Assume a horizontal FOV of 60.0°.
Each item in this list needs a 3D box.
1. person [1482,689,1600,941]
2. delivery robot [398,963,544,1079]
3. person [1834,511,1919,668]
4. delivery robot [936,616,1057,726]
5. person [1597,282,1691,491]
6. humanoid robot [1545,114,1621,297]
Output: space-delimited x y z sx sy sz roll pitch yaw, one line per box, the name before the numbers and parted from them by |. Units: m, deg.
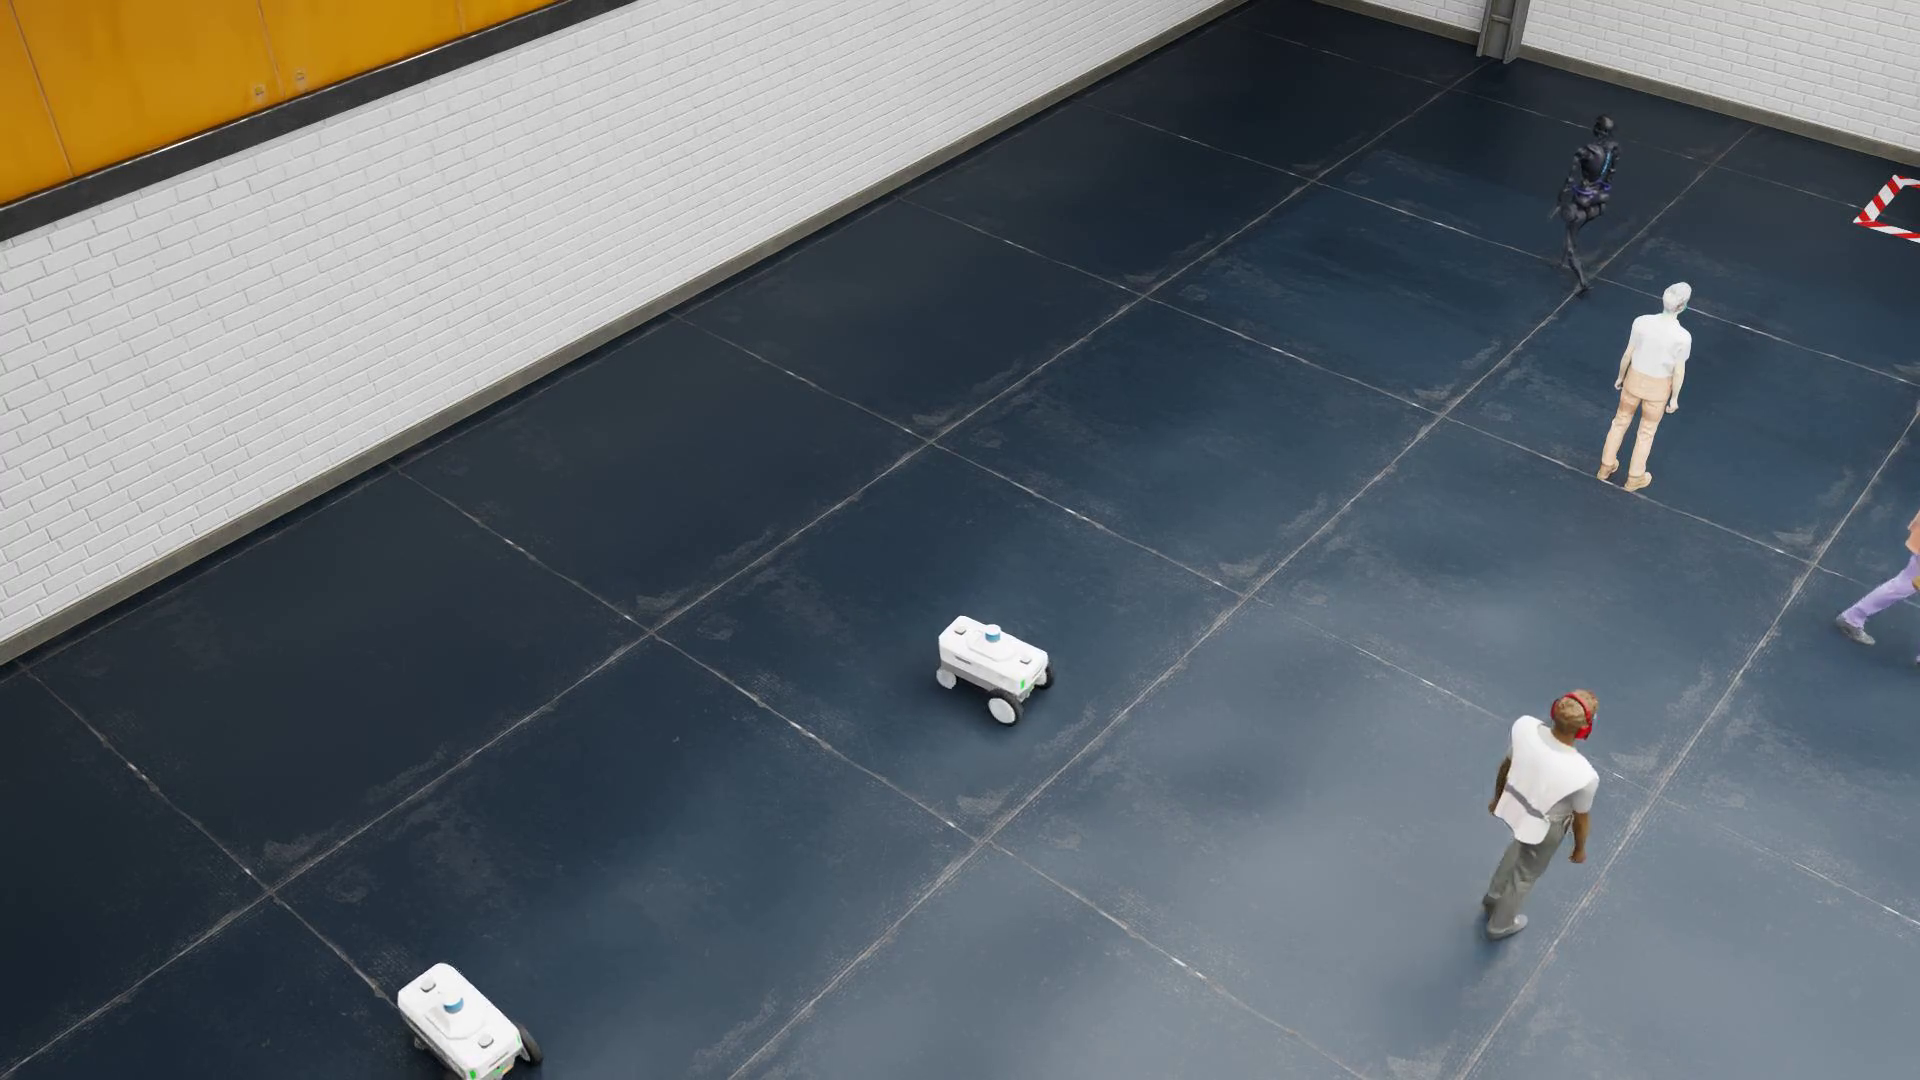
person | 3.208 1.532 9.147 0.531 1.828 0.562 -15 41 -18
delivery robot | -2.613 2.620 8.815 0.777 0.605 0.517 29 47 31
person | 6.453 0.068 10.980 0.831 1.809 0.591 18 42 21
delivery robot | 0.234 0.825 11.037 0.779 0.597 0.499 23 44 26
person | 5.191 -1.161 12.549 0.491 1.744 0.301 32 49 33
humanoid robot | 5.650 -3.022 14.956 0.589 1.654 0.738 -16 41 -19
